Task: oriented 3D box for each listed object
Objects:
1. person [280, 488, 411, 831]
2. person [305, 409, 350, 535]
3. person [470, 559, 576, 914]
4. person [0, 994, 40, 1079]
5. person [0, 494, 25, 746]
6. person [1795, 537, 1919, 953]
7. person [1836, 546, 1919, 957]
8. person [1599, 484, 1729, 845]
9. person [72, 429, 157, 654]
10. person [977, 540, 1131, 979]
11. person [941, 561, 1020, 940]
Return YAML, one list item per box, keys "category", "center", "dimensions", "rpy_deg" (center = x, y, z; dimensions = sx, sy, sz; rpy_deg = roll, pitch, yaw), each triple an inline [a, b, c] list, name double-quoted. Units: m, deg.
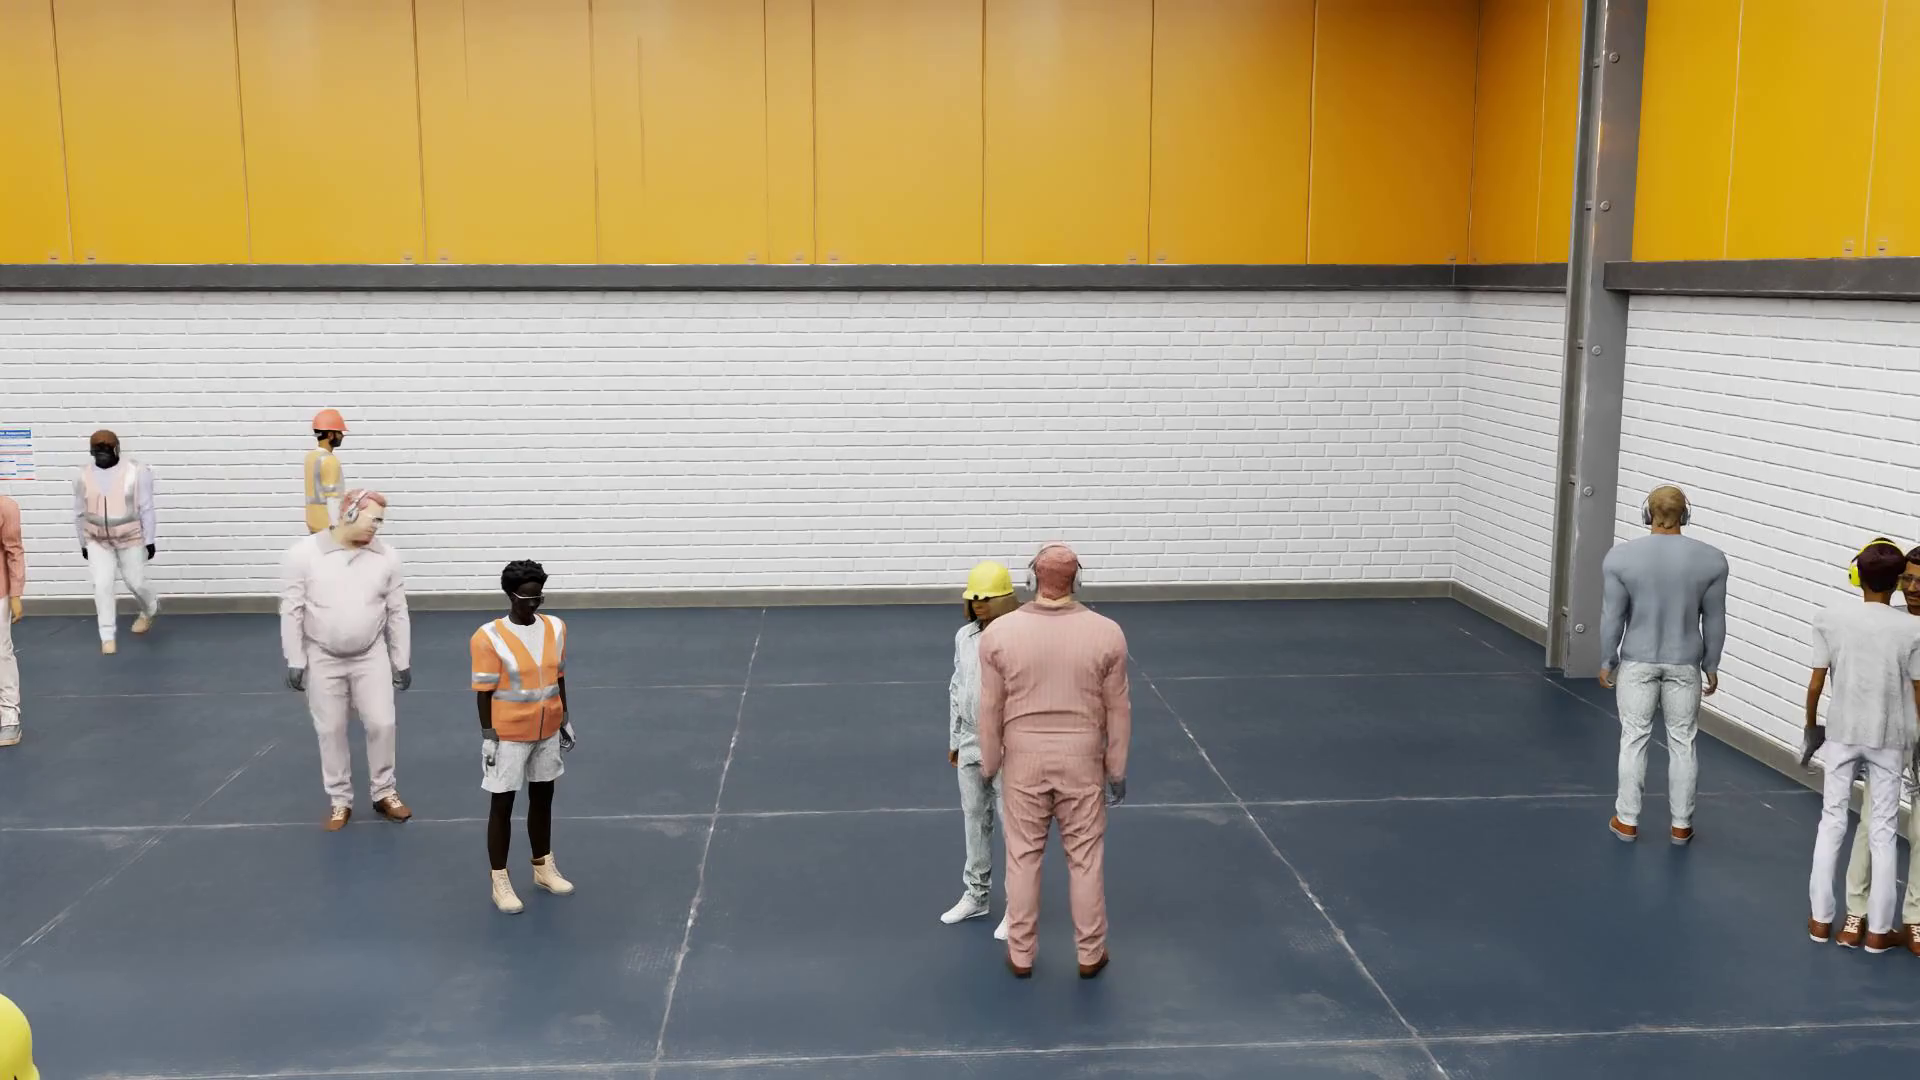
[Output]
- category: "person"
  center: [-3.350, 0.663, 9.123]
  dimensions: [0.681, 1.888, 0.407]
  rpy_deg: [-5, 10, -28]
- category: "person"
  center: [-5.240, -0.124, 13.872]
  dimensions: [0.394, 1.929, 0.547]
  rpy_deg: [-7, 11, -36]
- category: "person"
  center: [-2.092, 0.924, 8.006]
  dimensions: [0.320, 1.692, 0.531]
  rpy_deg: [8, 12, 40]
- category: "person"
  center: [-1.736, 1.661, 2.972]
  dimensions: [0.403, 1.823, 0.588]
  rpy_deg: [6, 11, 33]
- category: "person"
  center: [-6.339, 0.350, 10.686]
  dimensions: [0.608, 1.989, 0.387]
  rpy_deg: [-2, 9, -10]
- category: "person"
  center: [4.071, 0.916, 7.506]
  dimensions: [0.569, 1.867, 0.341]
  rpy_deg: [7, 11, 36]
- category: "person"
  center: [4.246, 0.932, 7.422]
  dimensions: [0.515, 1.866, 0.333]
  rpy_deg: [4, 10, 26]
- category: "person"
  center: [3.732, 0.665, 8.877]
  dimensions: [0.627, 1.934, 0.370]
  rpy_deg: [3, 9, 16]
- category: "person"
  center: [-6.863, -0.020, 13.576]
  dimensions: [0.638, 1.817, 0.739]
  rpy_deg: [-2, 9, -12]
- category: "person"
  center: [0.395, 0.951, 7.177]
  dimensions: [0.675, 1.906, 0.404]
  rpy_deg: [1, 9, 4]
- category: "person"
  center: [0.136, 0.956, 7.646]
  dimensions: [0.493, 1.742, 0.301]
  rpy_deg: [7, 12, 39]
